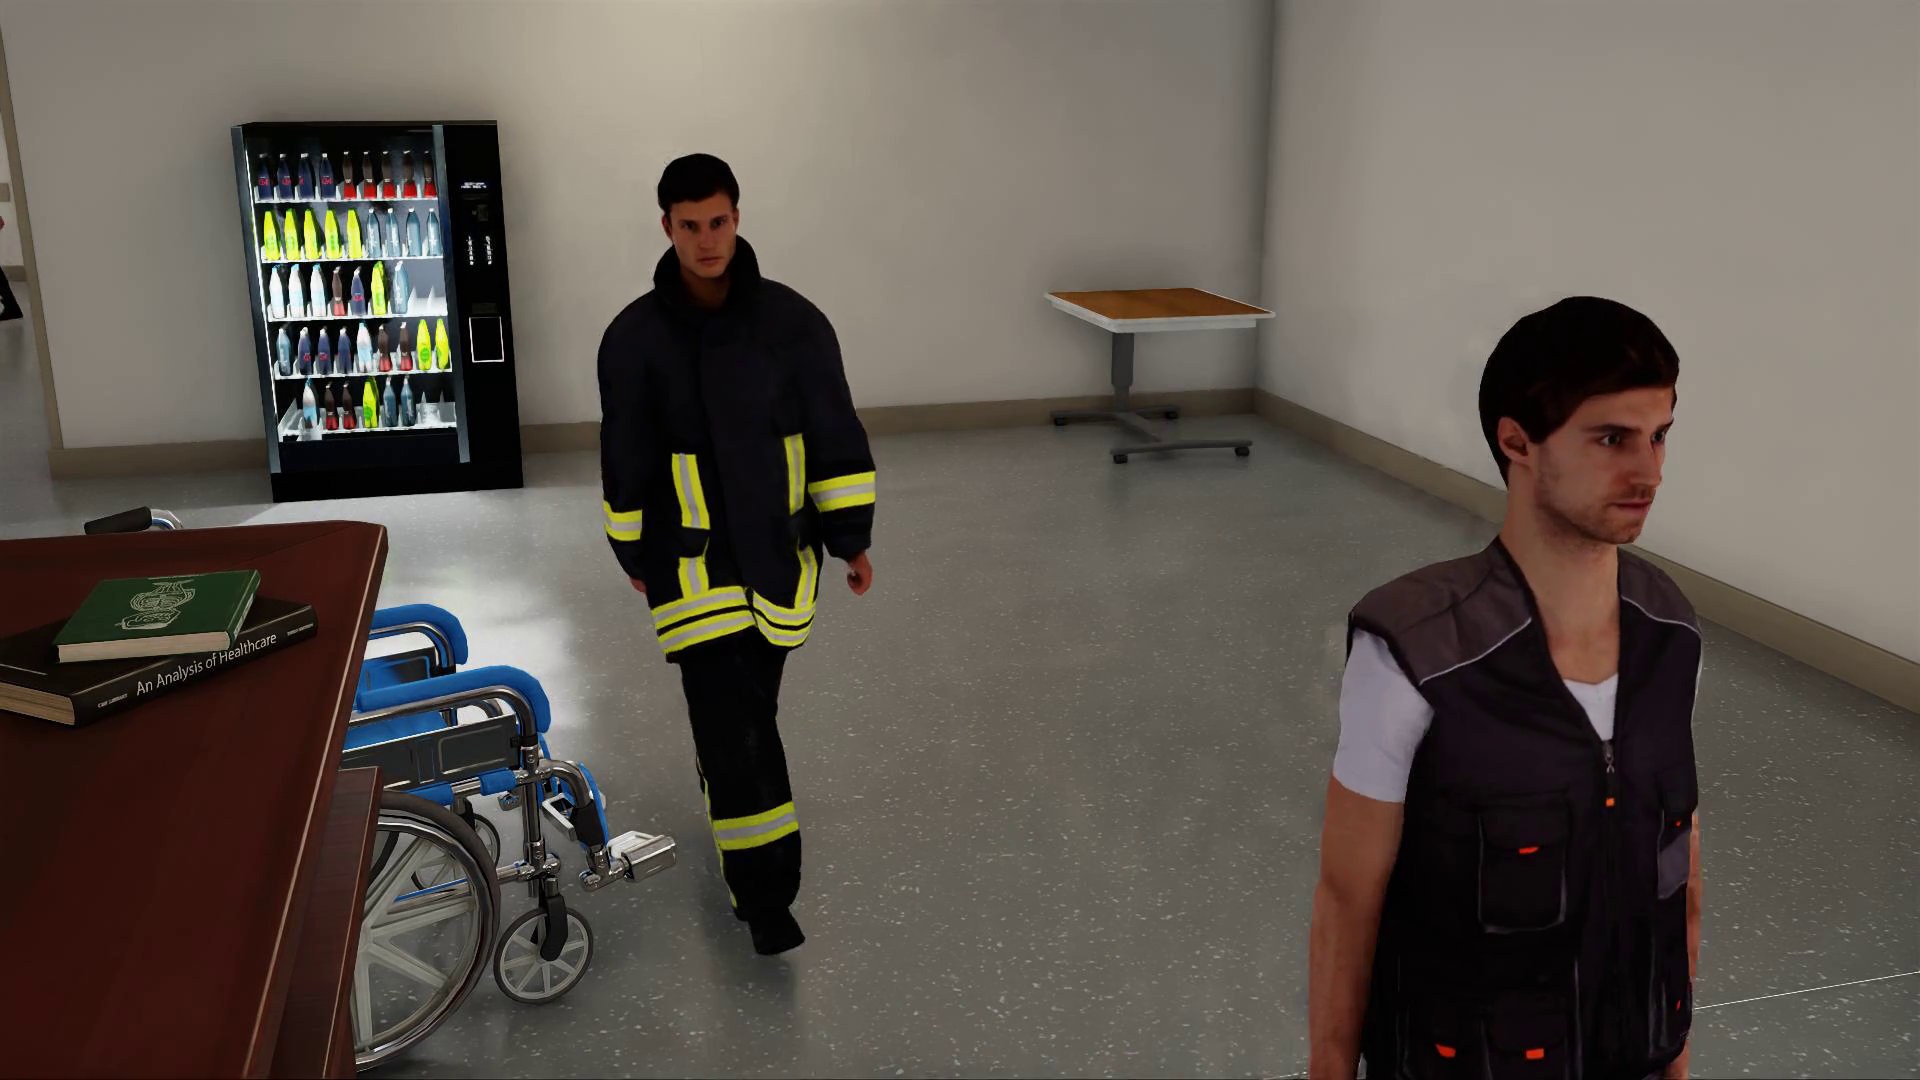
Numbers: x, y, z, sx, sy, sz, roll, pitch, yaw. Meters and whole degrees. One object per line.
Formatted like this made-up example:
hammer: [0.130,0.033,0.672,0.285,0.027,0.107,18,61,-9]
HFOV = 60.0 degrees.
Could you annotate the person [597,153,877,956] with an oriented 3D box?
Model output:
person: [-0.588,0.010,4.182,1.246,1.871,0.960,-6,17,-22]

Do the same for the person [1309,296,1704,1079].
person: [0.620,0.614,2.091,0.686,1.842,0.790,-7,17,-23]
